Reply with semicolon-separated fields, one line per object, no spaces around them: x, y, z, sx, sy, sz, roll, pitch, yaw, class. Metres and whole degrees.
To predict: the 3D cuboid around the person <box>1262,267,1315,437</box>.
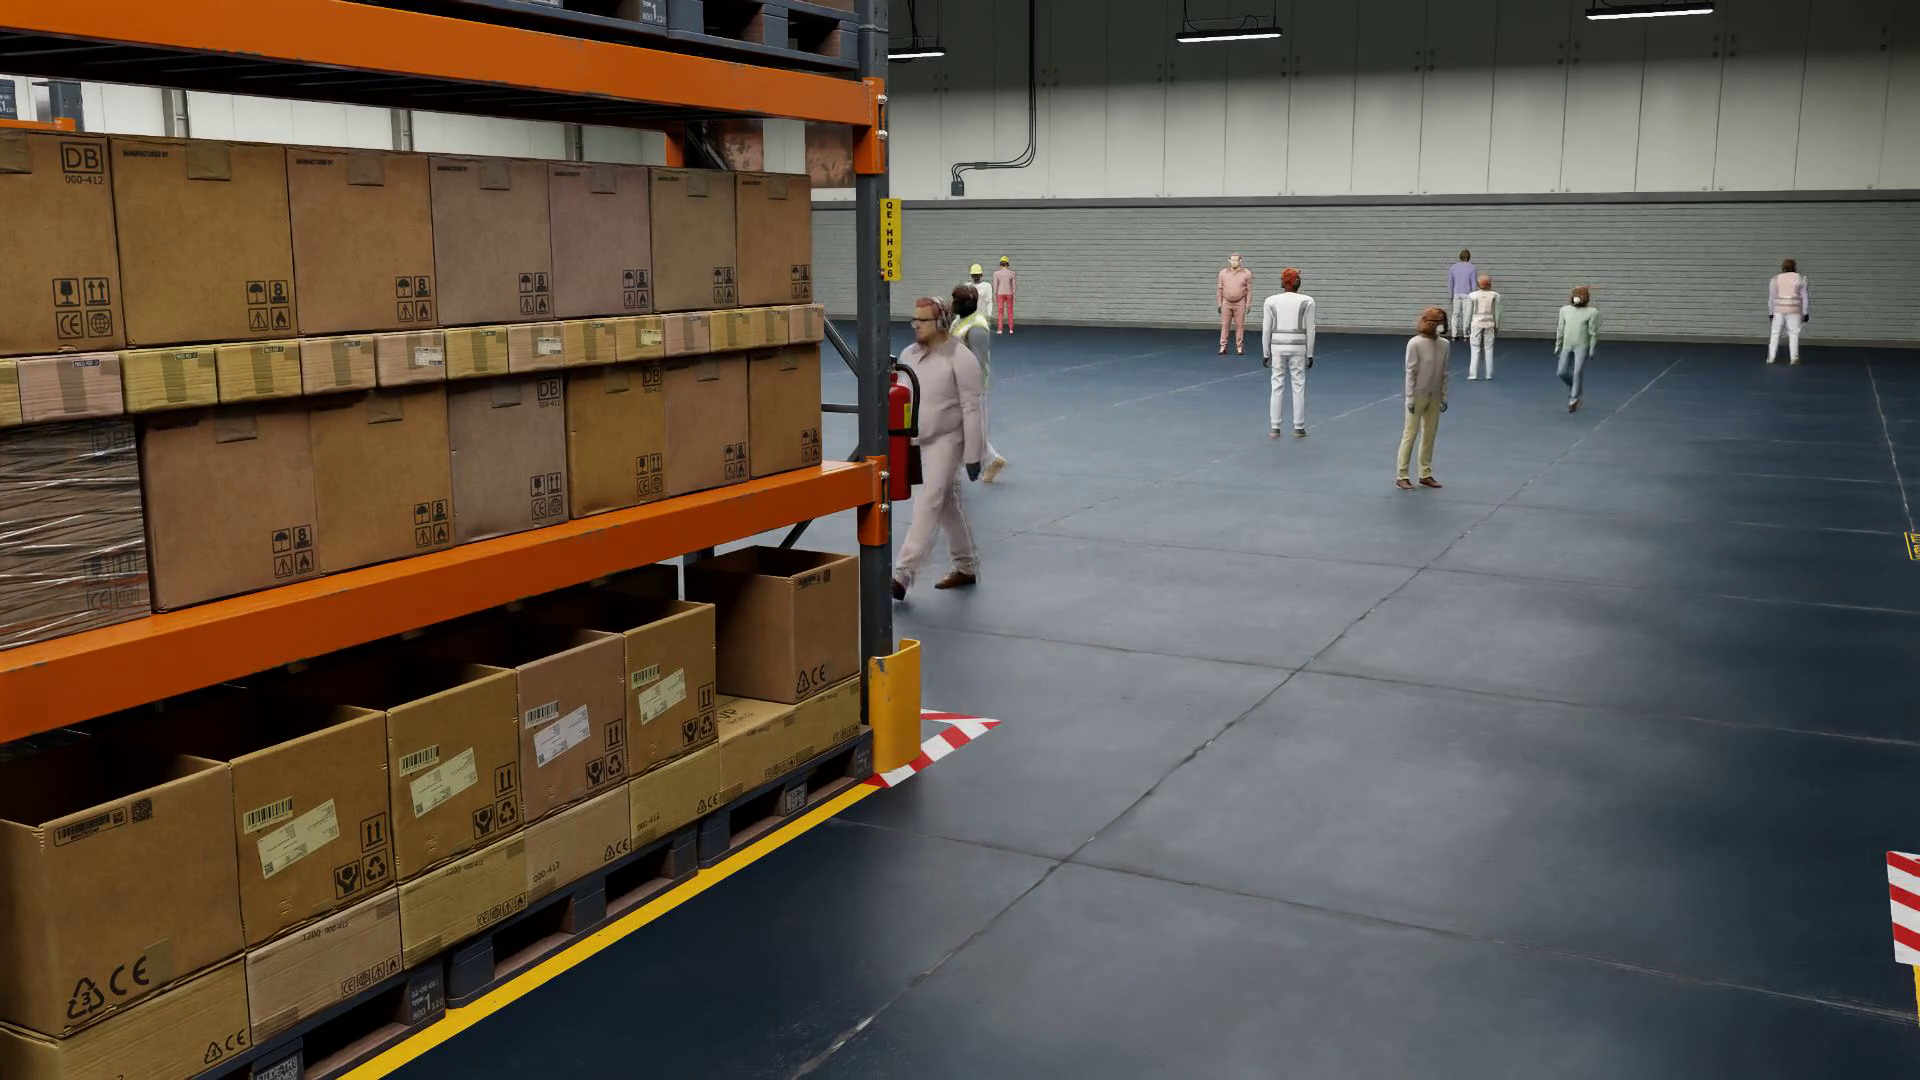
3.655;-2.081;18.514;0.575;1.886;0.362;4;11;20;person

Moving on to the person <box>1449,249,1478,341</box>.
10.676;-5.187;35.306;0.627;1.940;0.370;9;14;40;person

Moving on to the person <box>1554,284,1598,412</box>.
7.853;-2.443;21.187;0.514;1.621;0.435;9;14;41;person

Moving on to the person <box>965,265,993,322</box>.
0.308;-3.904;28.899;0.527;1.726;0.852;-1;10;-3;person

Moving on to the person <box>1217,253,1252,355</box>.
5.158;-4.439;31.315;0.643;1.910;0.400;3;11;15;person

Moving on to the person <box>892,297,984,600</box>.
-0.238;-0.562;10.311;0.993;1.856;0.642;-8;13;-37;person

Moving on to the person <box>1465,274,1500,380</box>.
8.103;-3.292;25.795;0.522;1.636;0.310;1;10;5;person

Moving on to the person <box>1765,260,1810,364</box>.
14.504;-3.980;29.120;0.689;1.821;0.443;8;13;38;person

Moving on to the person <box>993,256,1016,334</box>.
1.008;-5.545;37.738;0.528;1.764;0.330;-1;10;-8;person

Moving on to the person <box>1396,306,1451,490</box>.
4.123;-1.248;14.705;0.498;1.626;0.305;-5;12;-27;person

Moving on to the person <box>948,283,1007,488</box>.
0.081;-1.365;14.821;0.645;1.850;0.638;-2;11;-11;person
